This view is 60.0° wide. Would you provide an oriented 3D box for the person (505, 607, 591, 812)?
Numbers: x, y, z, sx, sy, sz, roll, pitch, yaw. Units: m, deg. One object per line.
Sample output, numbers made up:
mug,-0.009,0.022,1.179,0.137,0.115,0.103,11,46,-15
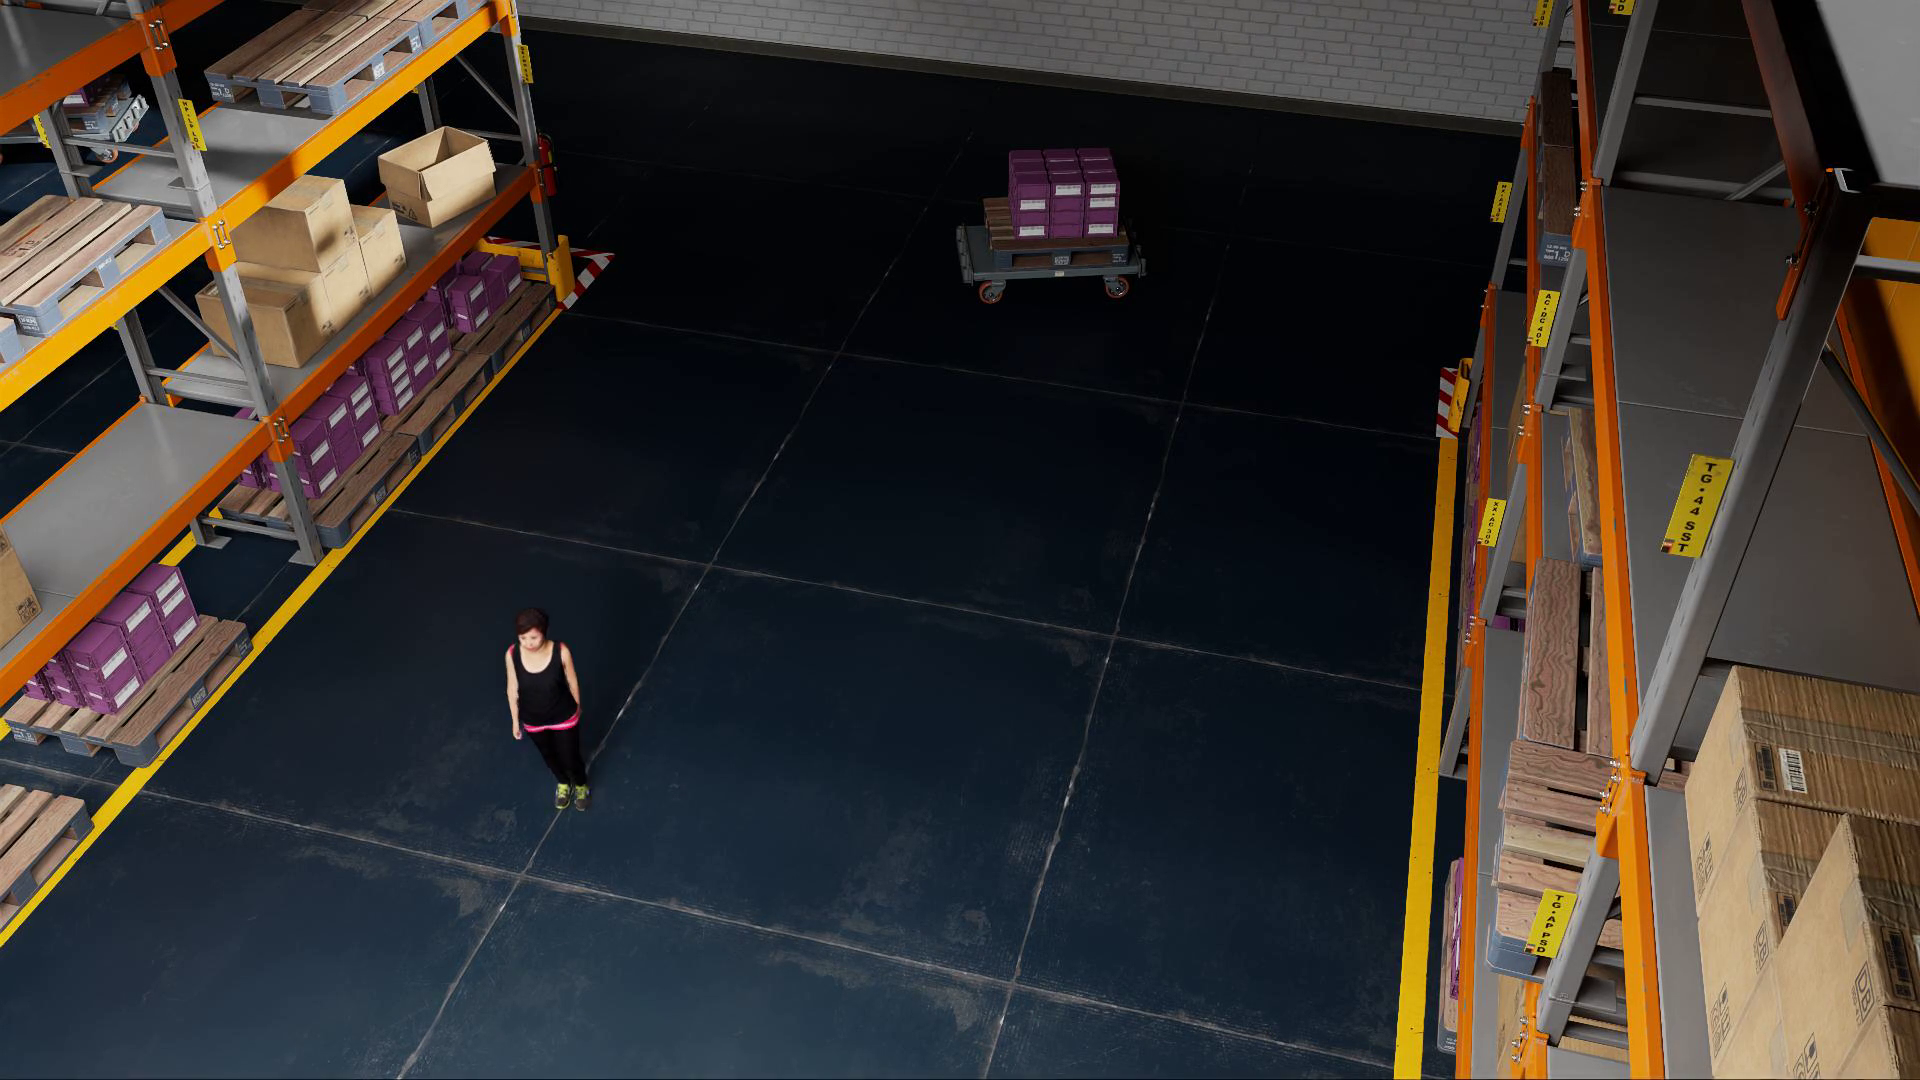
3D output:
person,-2.446,0.969,9.927,0.599,1.539,0.617,1,39,1
